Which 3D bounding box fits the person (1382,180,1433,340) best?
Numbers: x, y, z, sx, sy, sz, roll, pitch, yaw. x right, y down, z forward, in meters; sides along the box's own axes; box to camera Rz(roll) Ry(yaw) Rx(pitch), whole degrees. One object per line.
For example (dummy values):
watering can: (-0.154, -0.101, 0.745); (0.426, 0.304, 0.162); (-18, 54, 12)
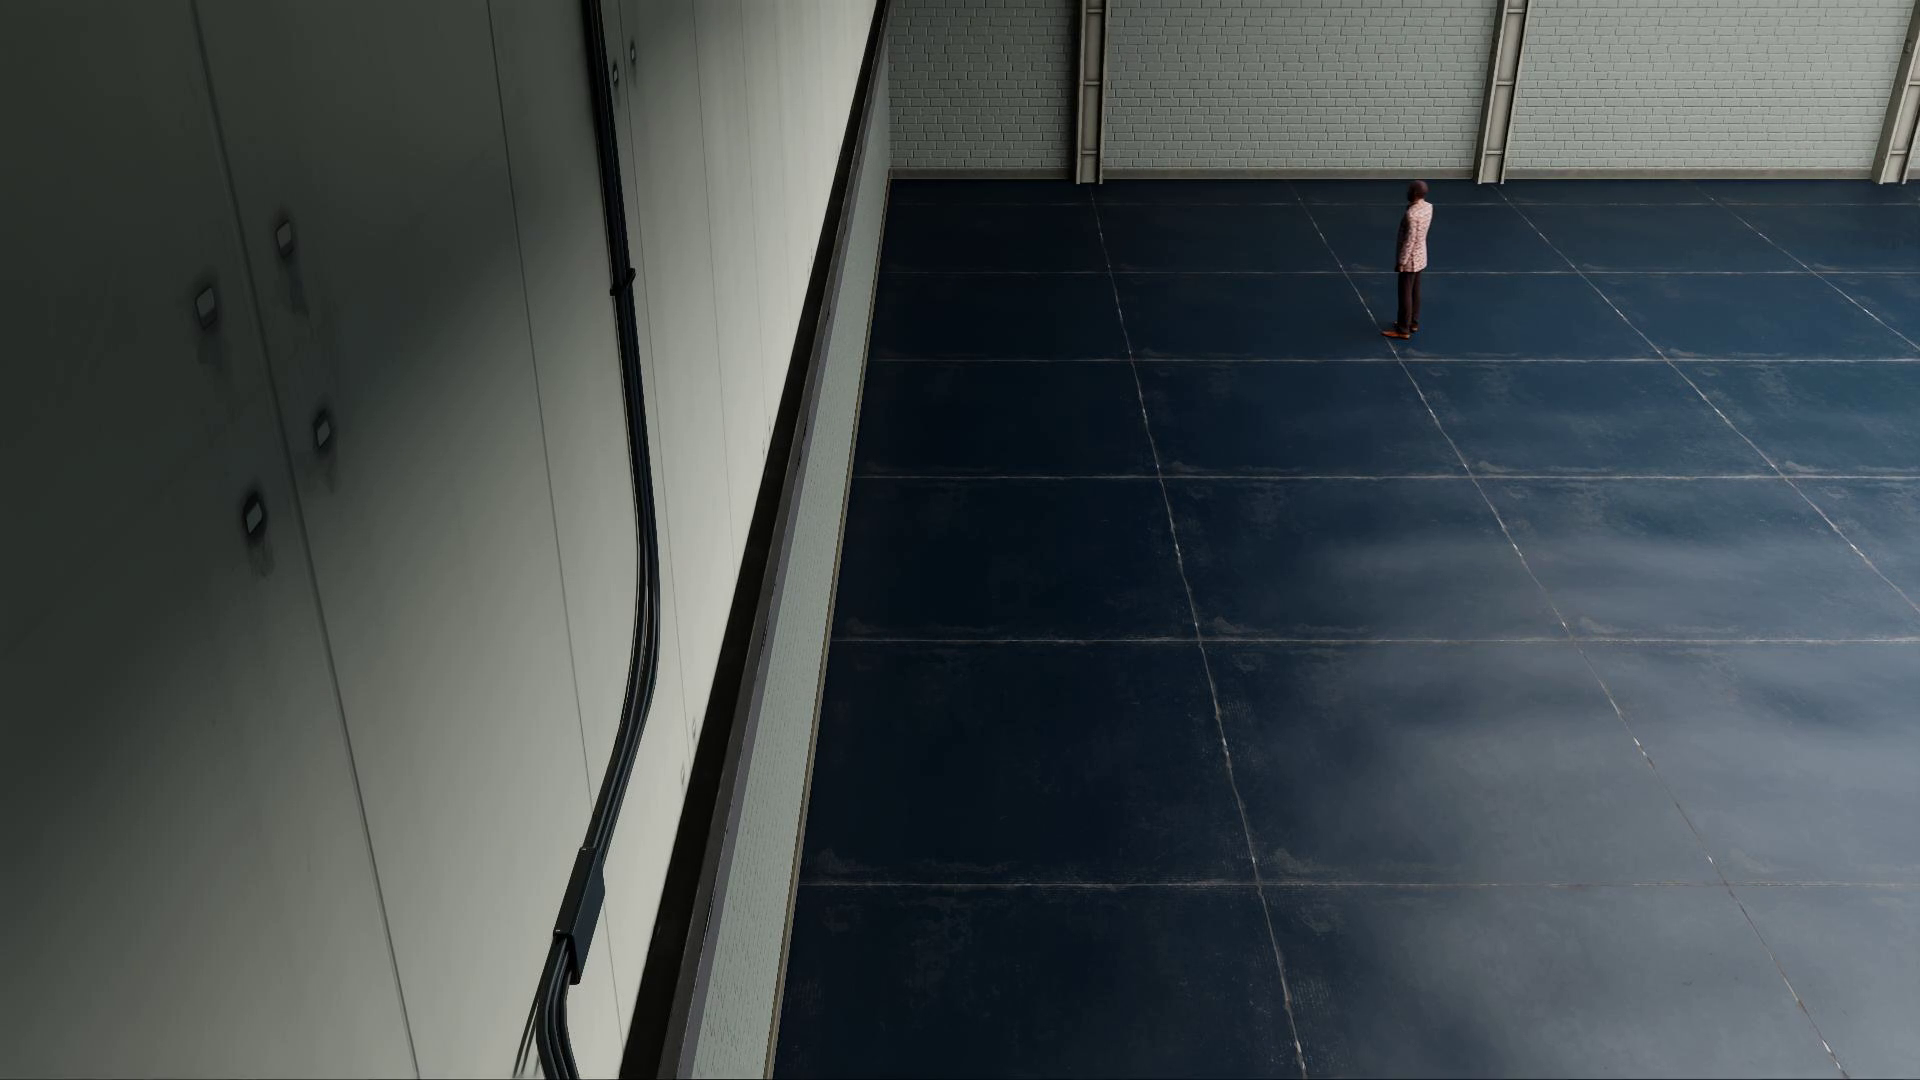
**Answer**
person: (5.144, -3.200, 18.930); (0.806, 1.808, 0.782); (19, 34, 32)
